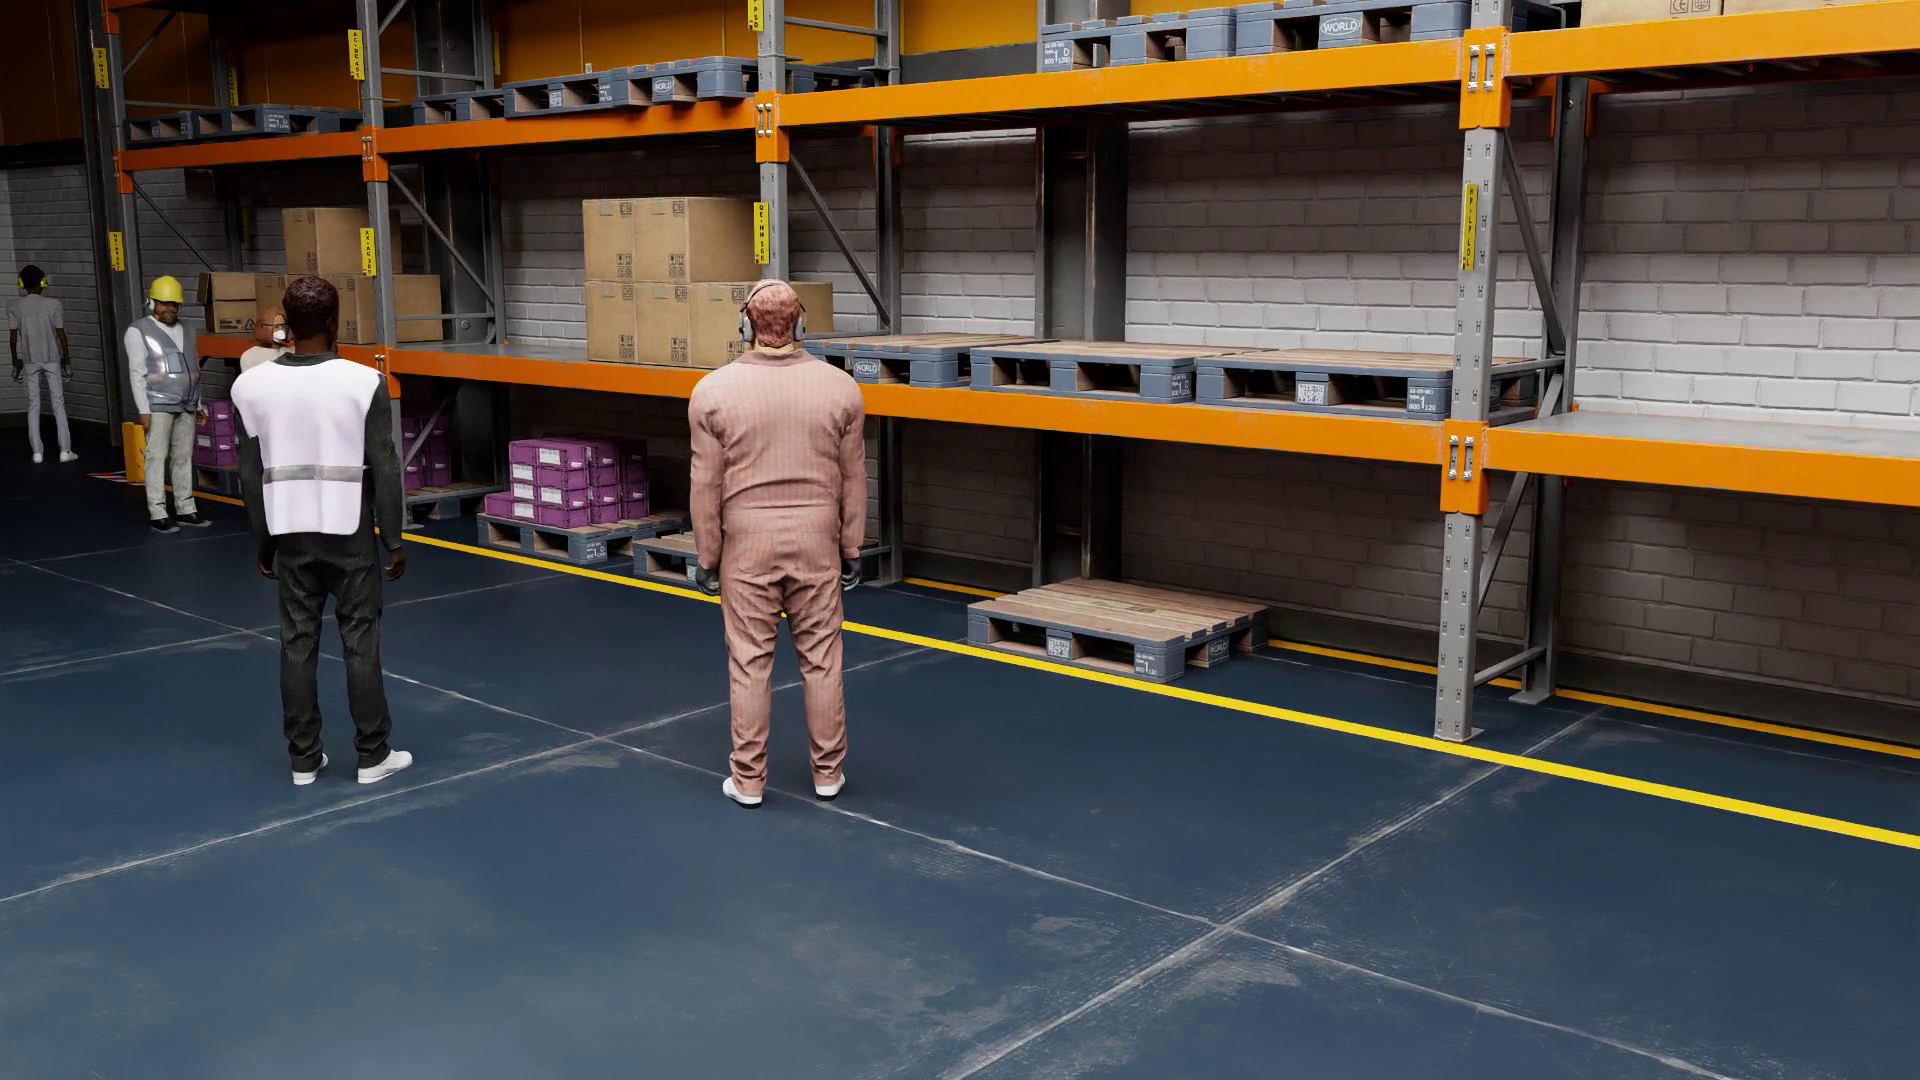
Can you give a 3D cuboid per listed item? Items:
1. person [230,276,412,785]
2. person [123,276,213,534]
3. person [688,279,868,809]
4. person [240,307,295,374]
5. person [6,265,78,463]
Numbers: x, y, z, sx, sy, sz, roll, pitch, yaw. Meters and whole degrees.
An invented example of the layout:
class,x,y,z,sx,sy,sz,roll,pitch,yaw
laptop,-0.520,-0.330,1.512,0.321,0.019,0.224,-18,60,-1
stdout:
class,x,y,z,sx,sy,sz,roll,pitch,yaw
person,-2.387,-0.021,6.249,0.592,1.919,0.392,0,10,-1
person,-5.652,-0.970,11.920,0.404,1.825,0.587,4,11,21
person,-0.657,0.021,6.030,0.641,1.913,0.407,-3,10,-15
person,-4.698,-0.789,11.458,0.283,1.625,0.493,6,11,29
person,-8.686,-1.657,15.722,0.519,1.865,0.328,-4,11,-20
